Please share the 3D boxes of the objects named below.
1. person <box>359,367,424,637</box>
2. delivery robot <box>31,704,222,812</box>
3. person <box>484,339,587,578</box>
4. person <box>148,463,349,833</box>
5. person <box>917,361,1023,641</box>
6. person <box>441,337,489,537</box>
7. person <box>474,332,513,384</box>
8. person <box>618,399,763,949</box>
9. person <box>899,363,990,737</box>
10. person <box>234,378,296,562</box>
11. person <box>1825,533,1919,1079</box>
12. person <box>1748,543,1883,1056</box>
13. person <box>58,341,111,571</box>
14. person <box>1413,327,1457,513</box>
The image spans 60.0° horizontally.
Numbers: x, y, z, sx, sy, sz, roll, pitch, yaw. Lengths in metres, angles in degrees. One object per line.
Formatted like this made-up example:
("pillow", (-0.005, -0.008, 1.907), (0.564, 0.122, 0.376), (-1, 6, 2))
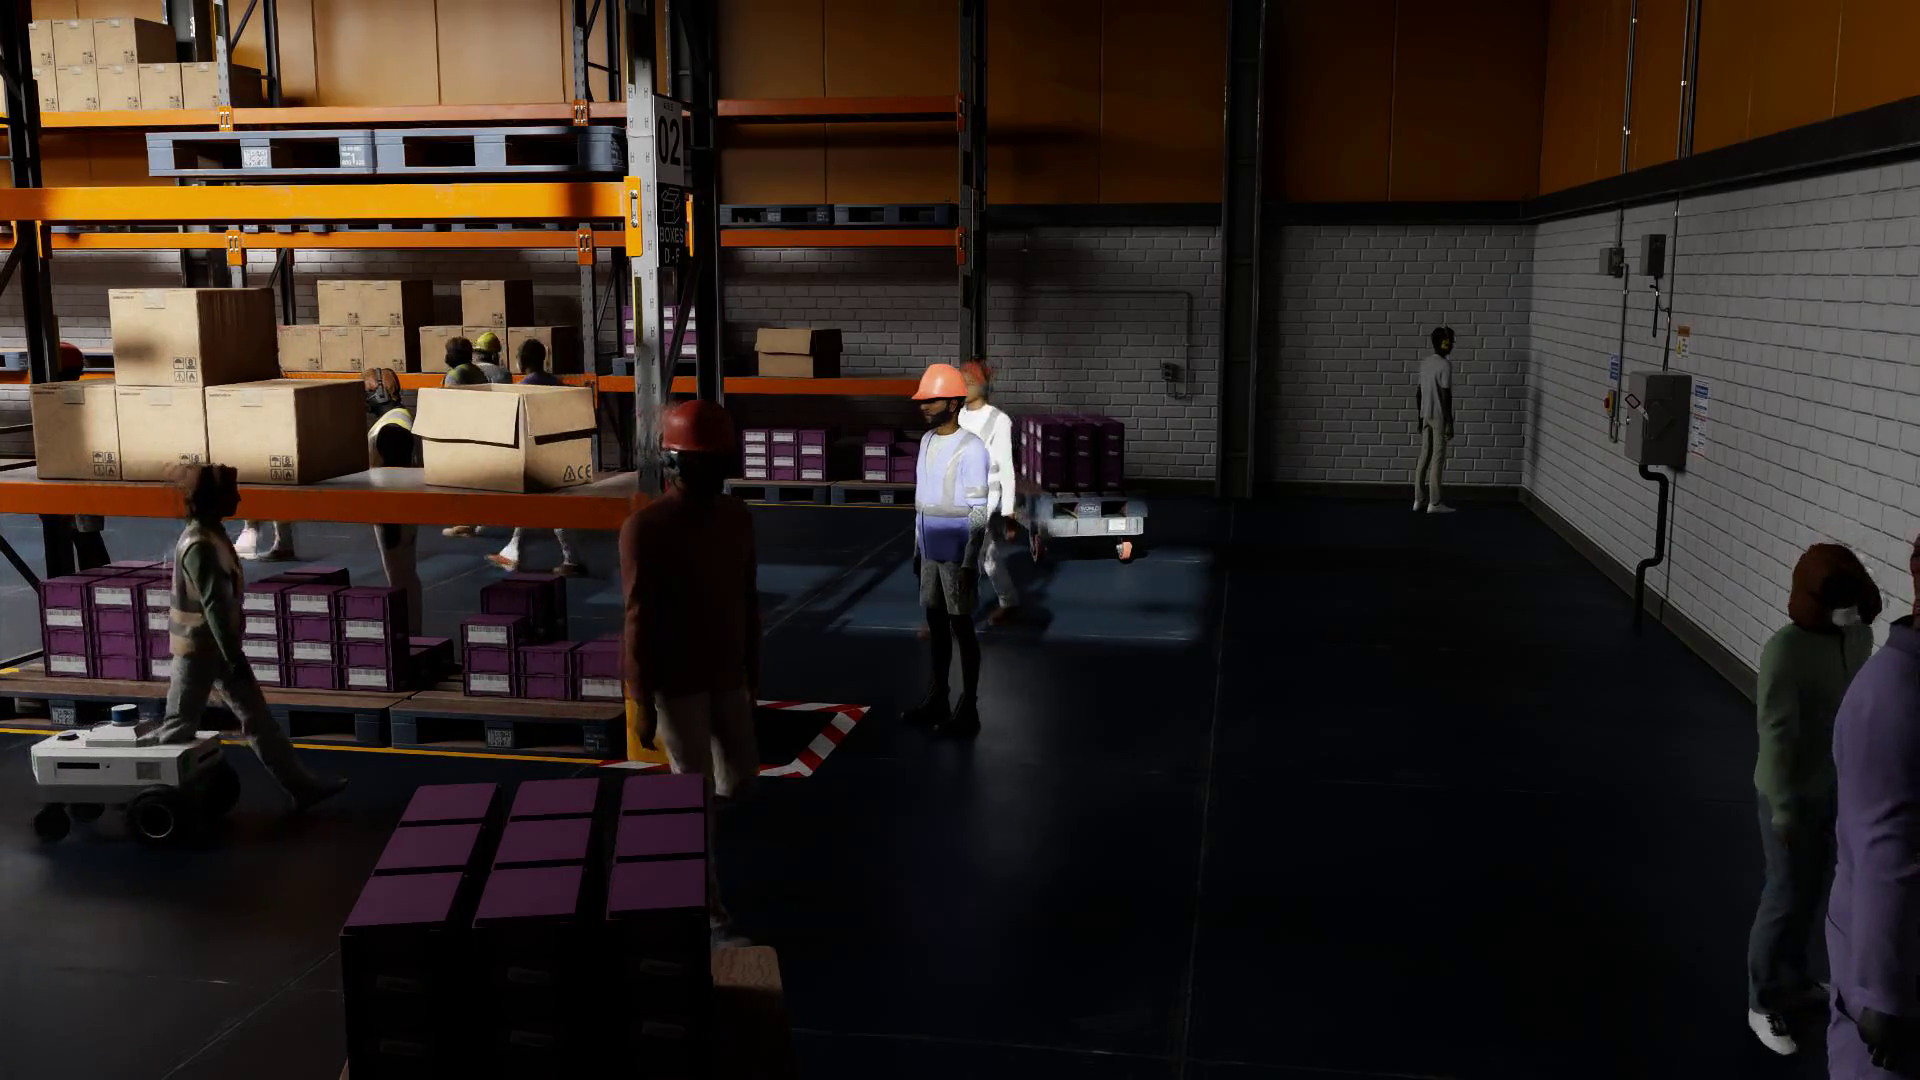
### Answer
("person", (-3.485, -0.136, 10.177), (0.429, 1.837, 0.628), (-4, 10, -22))
("delivery robot", (-3.560, 0.947, 7.115), (0.707, 0.478, 0.477), (0, 9, 2))
("person", (-3.378, -0.645, 13.179), (1.009, 1.885, 0.647), (3, 10, 20))
("person", (-3.151, 0.472, 7.133), (0.871, 1.590, 0.538), (-2, 9, -14))
("person", (0.104, -0.270, 11.040), (1.006, 1.835, 0.580), (-7, 12, -37))
("person", (-4.450, -0.913, 14.992), (0.509, 1.832, 0.644), (1, 9, 8))
("person", (-4.478, -1.064, 15.931), (0.586, 1.833, 0.403), (3, 10, 17))
("person", (-0.972, 0.475, 5.931), (0.688, 1.975, 0.628), (7, 12, 39))
("person", (-0.081, 0.052, 8.681), (0.360, 1.939, 0.543), (-7, 11, -35))
("person", (-5.884, -0.779, 13.699), (0.725, 1.974, 0.652), (-3, 10, -17))
("person", (2.087, 0.891, 3.572), (0.399, 1.909, 0.642), (8, 12, 41))
("person", (2.687, 0.786, 5.173), (0.667, 1.601, 0.330), (-6, 11, -35))
("person", (-6.063, -0.386, 11.394), (0.542, 1.939, 0.364), (9, 13, 44))
("person", (4.774, -1.200, 16.674), (0.309, 1.864, 0.535), (-3, 10, -20))
